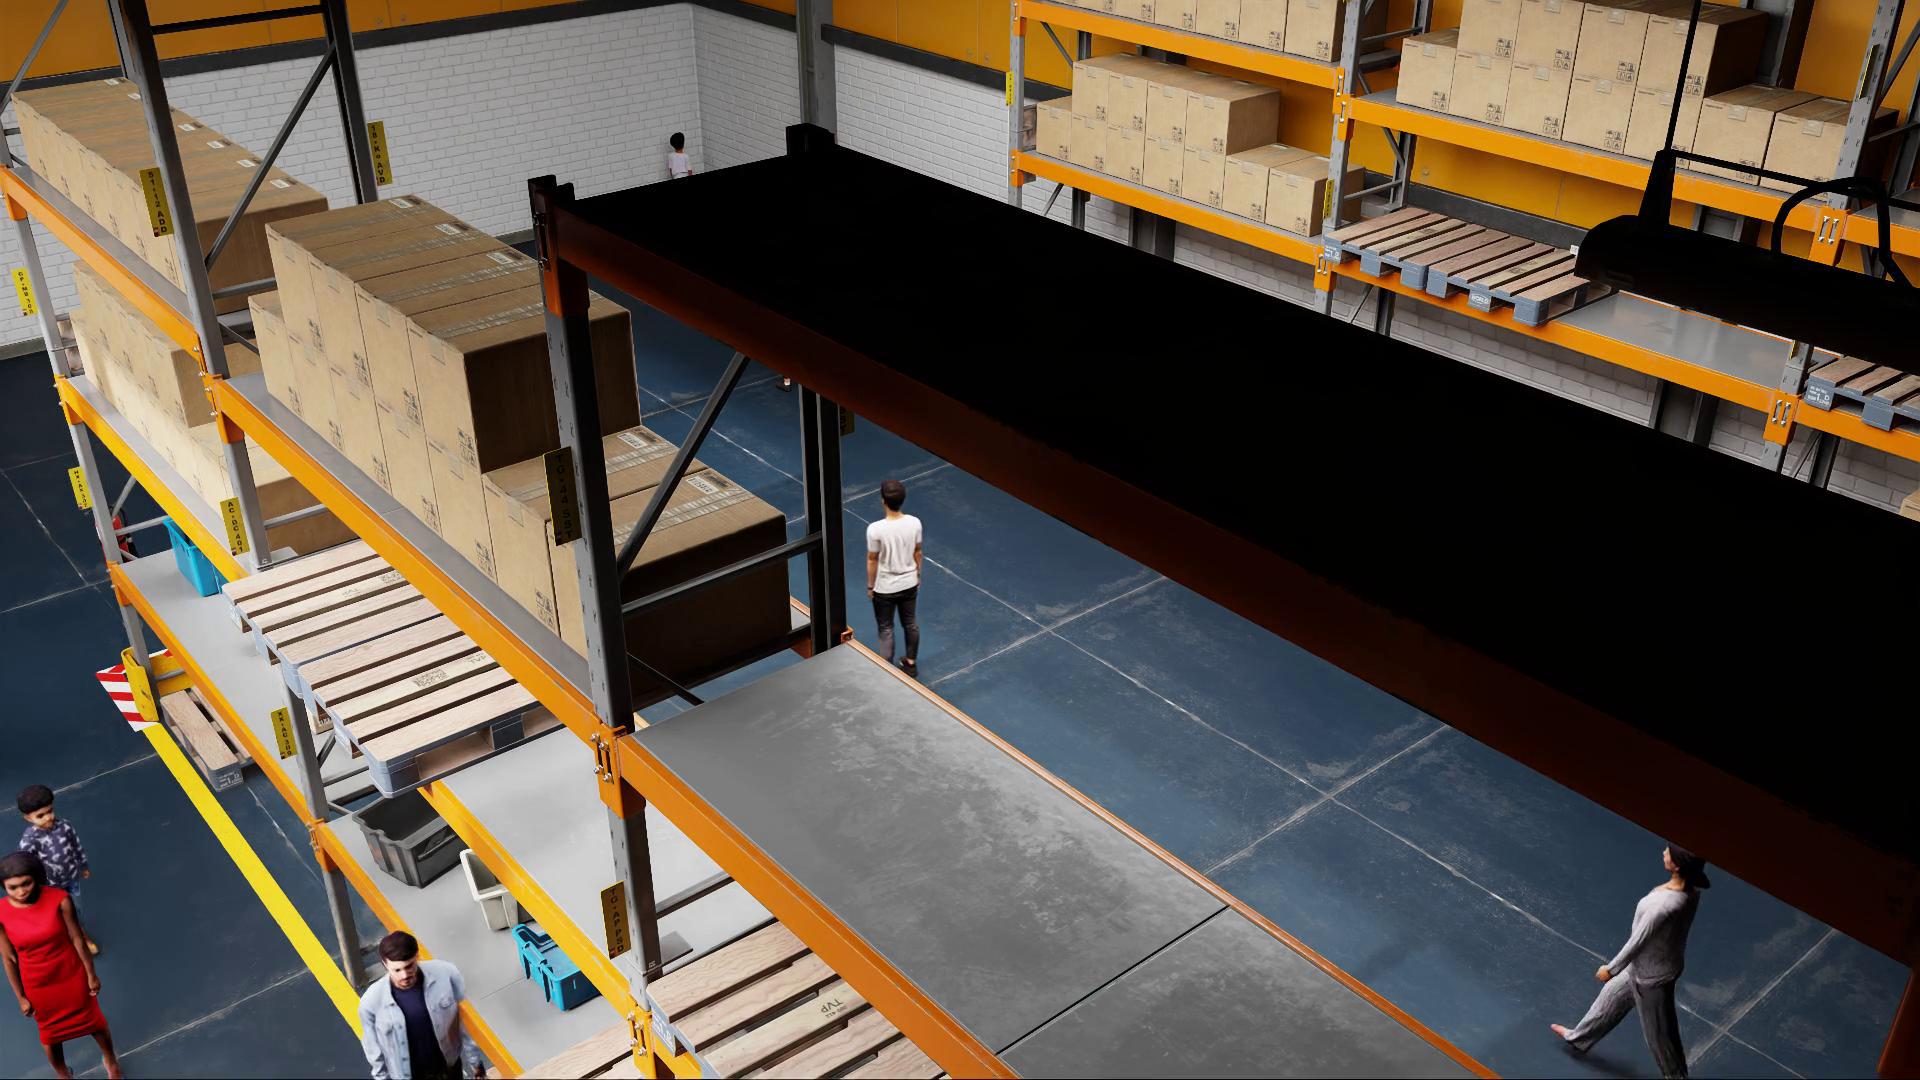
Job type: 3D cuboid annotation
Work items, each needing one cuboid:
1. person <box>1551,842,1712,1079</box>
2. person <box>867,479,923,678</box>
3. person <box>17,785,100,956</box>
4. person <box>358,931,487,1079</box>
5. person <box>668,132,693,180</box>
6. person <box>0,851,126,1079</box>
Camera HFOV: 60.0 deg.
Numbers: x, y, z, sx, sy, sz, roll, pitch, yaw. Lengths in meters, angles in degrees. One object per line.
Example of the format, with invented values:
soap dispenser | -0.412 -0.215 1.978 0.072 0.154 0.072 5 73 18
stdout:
person | 3.905 2.436 9.162 1.138 1.728 0.702 23 36 36
person | -0.513 0.319 13.053 0.652 1.718 0.595 -14 32 -24
person | -5.655 2.057 10.362 0.612 1.244 0.560 20 34 32
person | -2.798 2.681 8.642 0.715 1.796 0.727 -19 34 -30
person | -3.941 -5.131 23.522 0.579 1.262 0.641 4 29 6
person | -4.994 2.417 9.184 0.601 1.739 0.575 -14 32 -24
